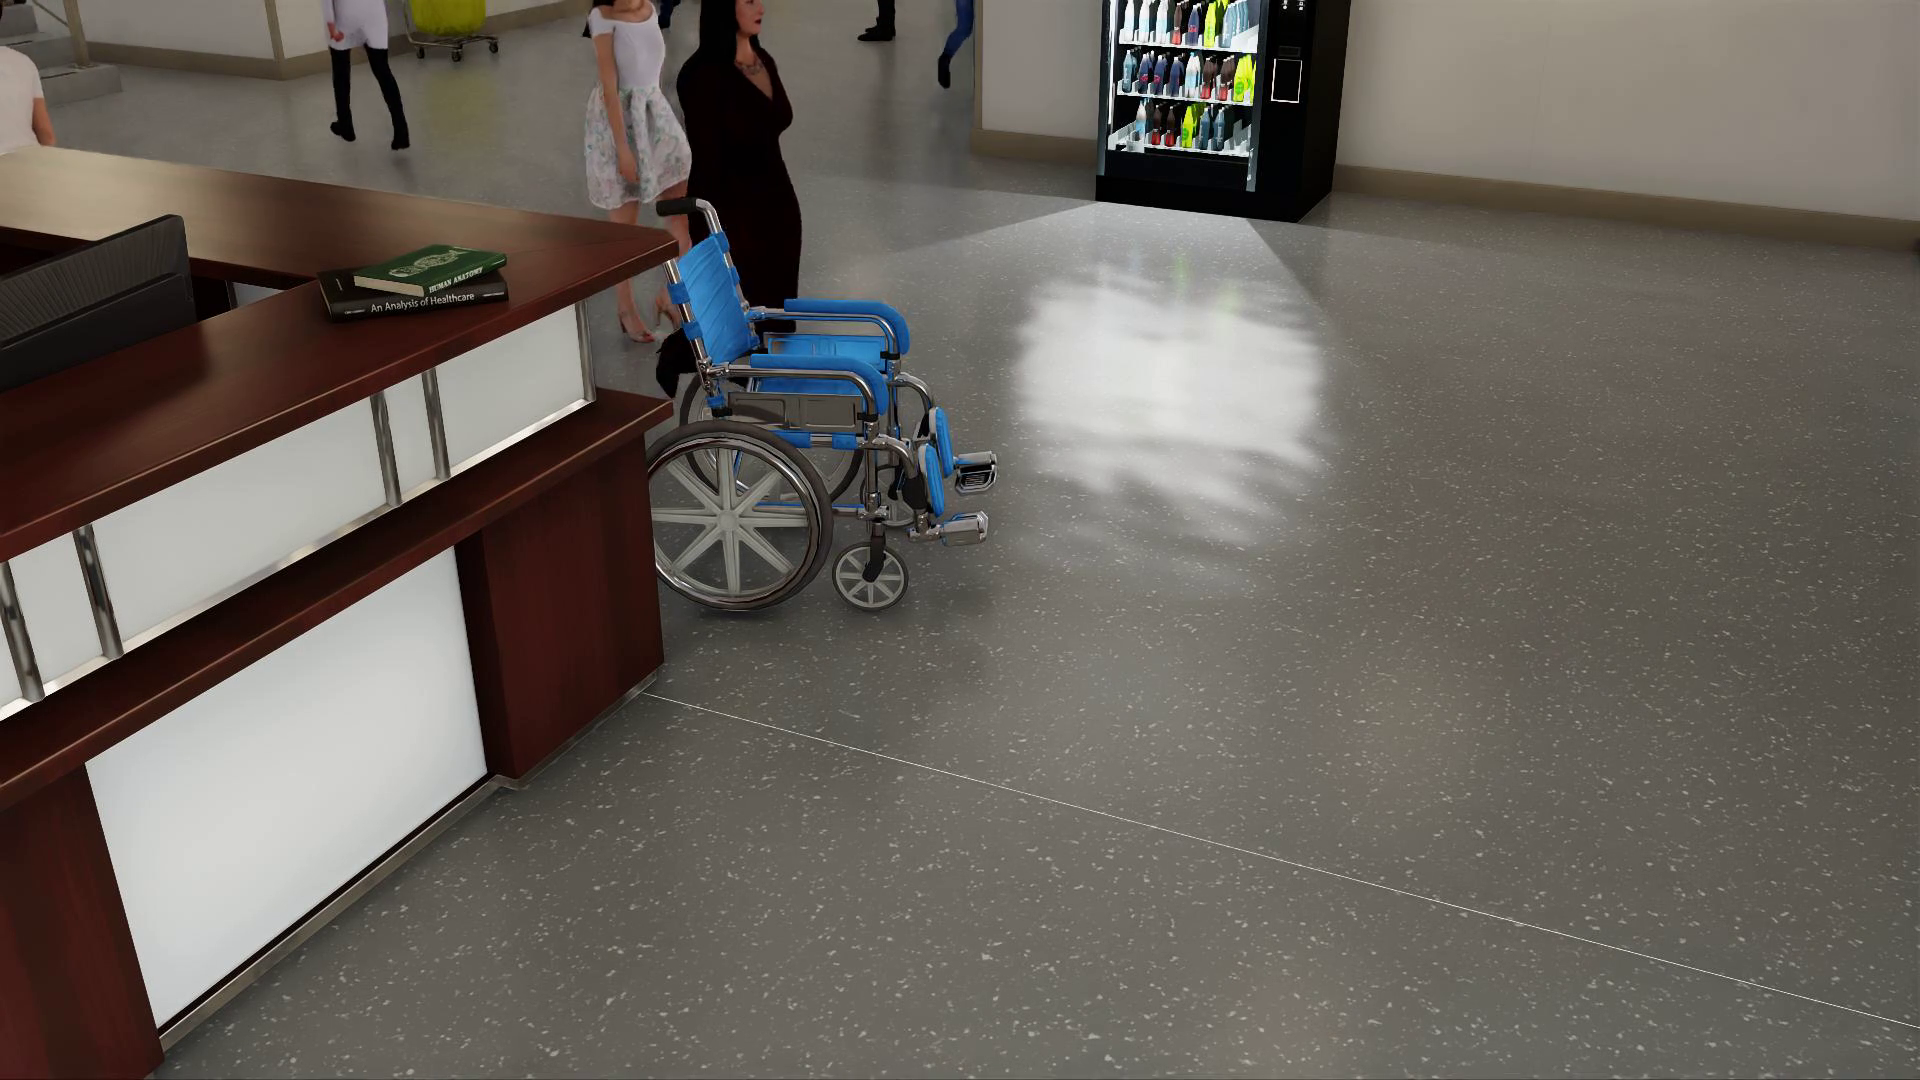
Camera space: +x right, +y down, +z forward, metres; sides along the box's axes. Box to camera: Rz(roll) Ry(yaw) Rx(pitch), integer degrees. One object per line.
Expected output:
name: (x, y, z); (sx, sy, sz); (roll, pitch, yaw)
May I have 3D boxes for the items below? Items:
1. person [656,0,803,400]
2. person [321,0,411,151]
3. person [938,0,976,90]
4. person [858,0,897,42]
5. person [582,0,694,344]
person: (-0.885, -1.202, 6.175); (0.829, 1.737, 0.672); (13, 28, 24)
person: (-3.777, -3.314, 10.534); (1.008, 1.755, 1.294); (-20, 32, -35)
person: (0.070, -4.065, 12.262); (0.900, 1.606, 0.759); (15, 30, 28)
person: (-0.715, -5.439, 14.769); (0.678, 1.905, 0.743); (4, 26, 9)
person: (-1.485, -1.691, 7.163); (0.758, 1.760, 0.671); (18, 31, 32)
